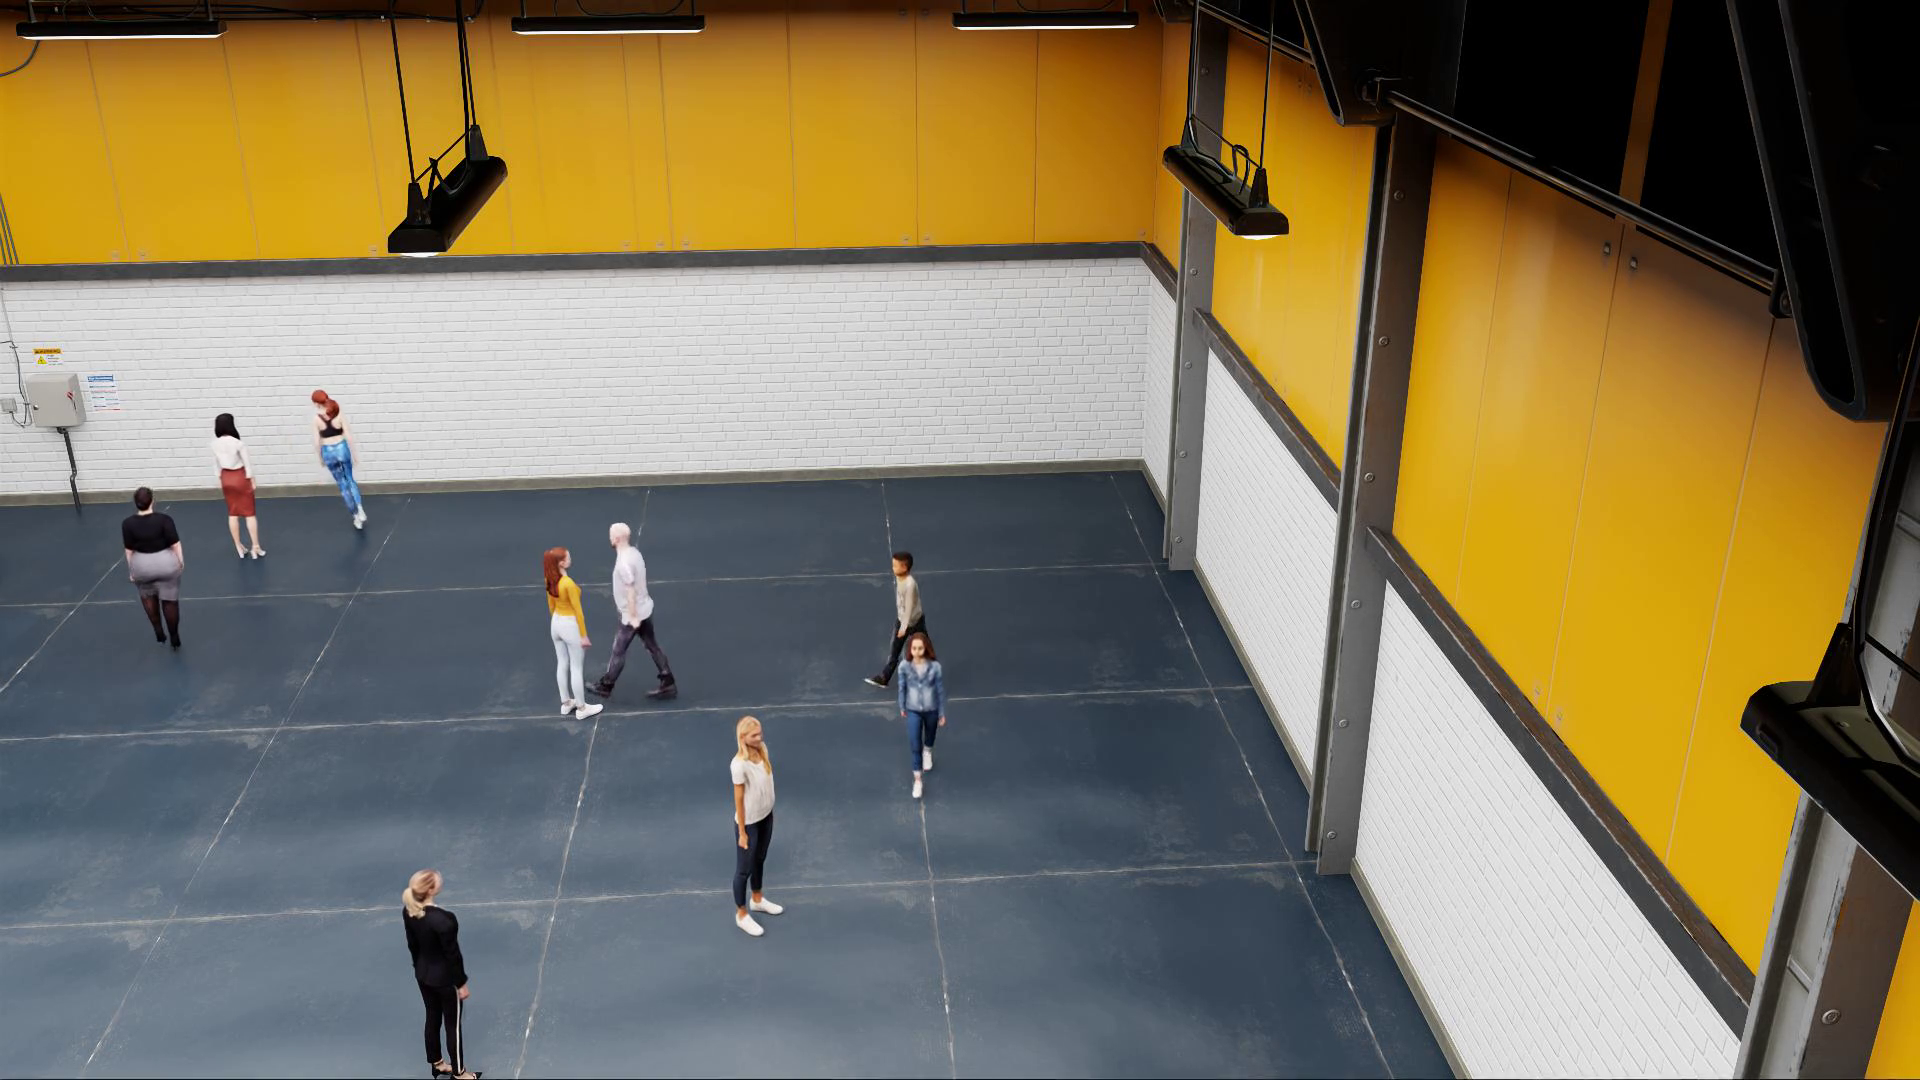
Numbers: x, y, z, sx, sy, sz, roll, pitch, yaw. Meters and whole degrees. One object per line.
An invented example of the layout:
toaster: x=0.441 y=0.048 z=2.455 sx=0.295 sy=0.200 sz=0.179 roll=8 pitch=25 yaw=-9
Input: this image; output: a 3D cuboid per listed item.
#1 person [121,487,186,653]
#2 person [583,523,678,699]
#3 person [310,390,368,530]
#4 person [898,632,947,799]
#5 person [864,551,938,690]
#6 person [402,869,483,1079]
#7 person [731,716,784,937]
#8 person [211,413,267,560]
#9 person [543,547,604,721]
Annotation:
person: x=-8.191 y=0.342 z=16.919 sx=0.742 sy=1.744 sz=0.720 roll=-7 pitch=25 yaw=-16
person: x=-3.028 y=0.716 z=16.011 sx=0.829 sy=1.785 sz=1.114 roll=-1 pitch=24 yaw=-1
person: x=-7.394 y=-0.902 z=19.752 sx=0.730 sy=1.753 sz=0.749 roll=-9 pitch=25 yaw=-20
person: x=-0.317 y=1.465 z=14.714 sx=0.617 sy=1.451 sz=0.987 roll=0 pitch=24 yaw=0
person: x=-0.413 y=0.793 z=16.286 sx=0.937 sy=1.423 sz=1.024 roll=-16 pitch=28 yaw=-33
person: x=-3.471 y=2.922 z=11.062 sx=0.696 sy=1.707 sz=0.720 roll=13 pitch=27 yaw=26
person: x=-1.589 y=2.145 z=12.713 sx=0.736 sy=1.808 sz=0.603 roll=10 pitch=26 yaw=22
person: x=-8.316 y=-0.619 z=19.108 sx=0.638 sy=1.751 sz=0.585 roll=4 pitch=24 yaw=8
person: x=-3.712 y=0.866 z=15.712 sx=0.689 sy=1.751 sz=0.745 roll=18 pitch=29 yaw=35
